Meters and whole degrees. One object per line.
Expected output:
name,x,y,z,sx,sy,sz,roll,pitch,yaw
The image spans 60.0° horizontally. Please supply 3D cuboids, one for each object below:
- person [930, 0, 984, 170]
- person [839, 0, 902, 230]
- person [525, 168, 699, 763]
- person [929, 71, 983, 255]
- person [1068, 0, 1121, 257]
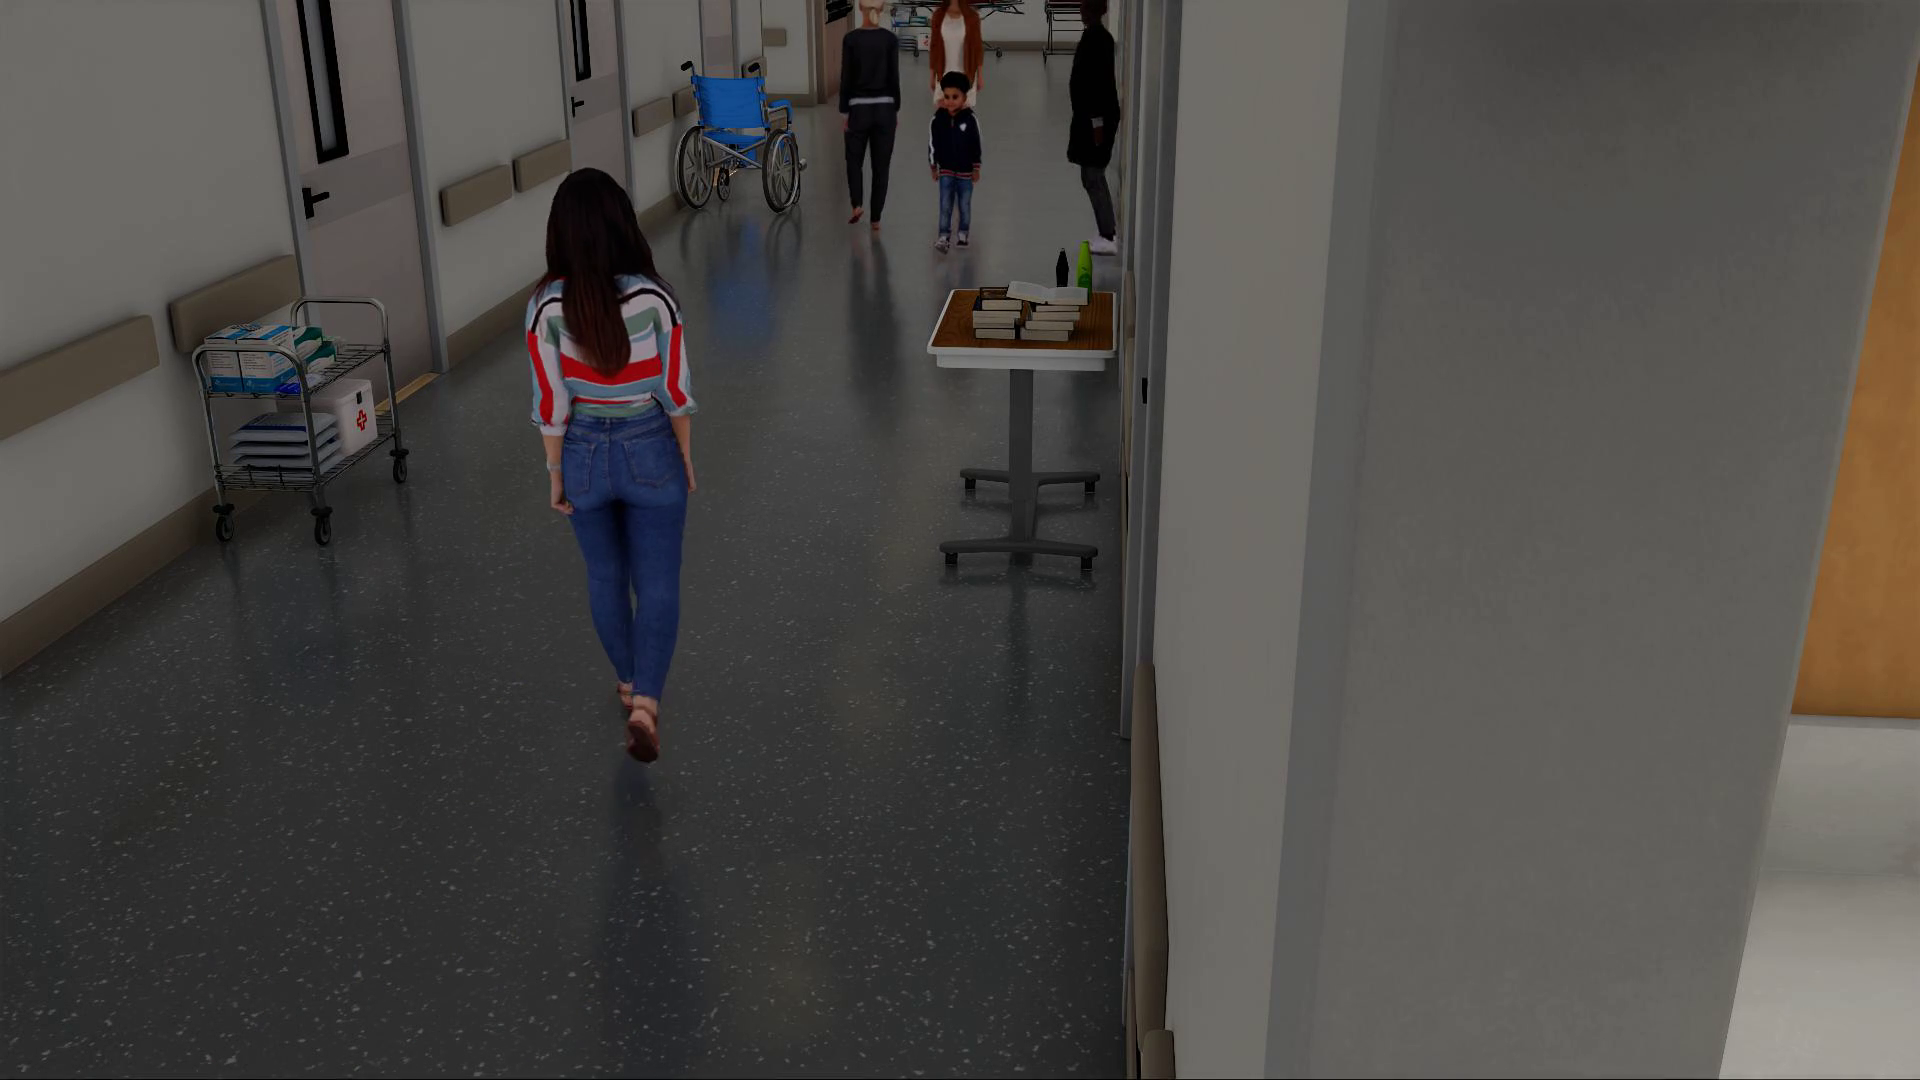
person,-0.028,-4.090,14.714,0.652,1.677,1.051,1,21,3
person,-0.636,-3.115,12.088,0.648,1.715,0.642,-2,21,-6
person,-0.912,-0.169,4.483,0.713,1.592,1.050,-2,21,-6
person,-0.007,-2.566,11.372,0.562,1.195,0.794,3,21,8
person,0.966,-2.789,11.205,0.959,1.730,0.697,2,21,5
